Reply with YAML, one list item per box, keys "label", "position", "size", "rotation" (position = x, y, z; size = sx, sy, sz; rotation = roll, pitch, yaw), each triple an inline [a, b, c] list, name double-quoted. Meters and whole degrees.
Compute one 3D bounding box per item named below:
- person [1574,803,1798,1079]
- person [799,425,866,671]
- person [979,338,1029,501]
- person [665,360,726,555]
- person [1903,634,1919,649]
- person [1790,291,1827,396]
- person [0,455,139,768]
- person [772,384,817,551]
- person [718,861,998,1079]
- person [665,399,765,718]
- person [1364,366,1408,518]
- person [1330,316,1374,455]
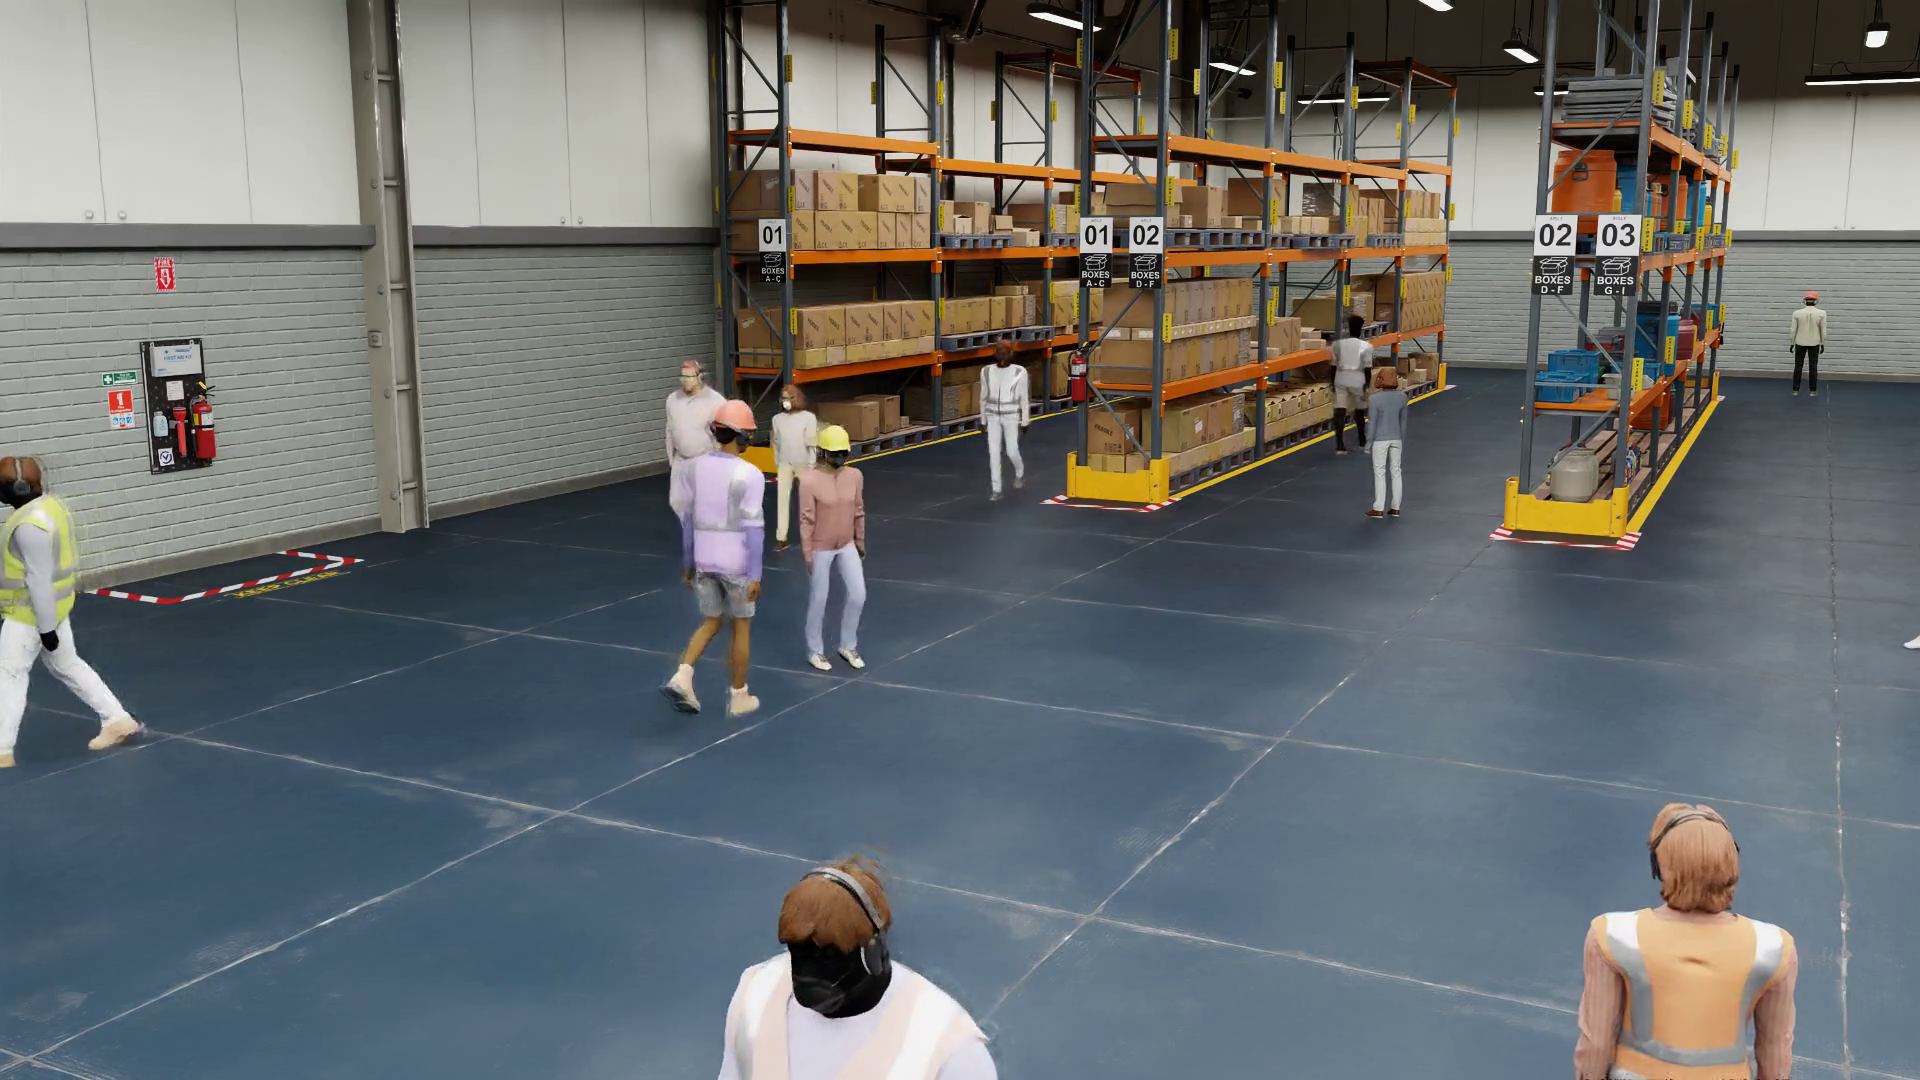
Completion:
- label: "person"
  position: [1.811, 1.470, 4.201]
  size: [0.521, 1.650, 0.318]
  rotation: [2, 11, 11]
- label: "person"
  position: [-0.868, 0.063, 11.547]
  size: [0.594, 1.739, 0.552]
  rotation: [-7, 13, -35]
- label: "person"
  position: [0.523, -1.399, 19.204]
  size: [0.584, 1.869, 0.652]
  rotation: [3, 11, 18]
- label: "person"
  position: [-2.464, -0.729, 15.482]
  size: [0.663, 1.892, 0.411]
  rotation: [3, 11, 16]
- label: "person"
  position: [7.178, -0.021, 12.011]
  size: [0.314, 1.744, 0.487]
  rotation: [-4, 11, -23]
- label: "person"
  position: [16.064, -3.718, 31.518]
  size: [0.609, 1.984, 0.392]
  rotation: [6, 12, 28]
- label: "person"
  position: [-5.298, 0.396, 9.575]
  size: [0.900, 1.810, 0.628]
  rotation: [-3, 11, -18]
- label: "person"
  position: [-1.598, -0.735, 16.280]
  size: [0.498, 1.602, 0.809]
  rotation: [3, 11, 16]
- label: "person"
  position: [-0.226, 1.524, 3.516]
  size: [0.626, 1.797, 0.919]
  rotation: [7, 12, 33]
- label: "person"
  position: [-1.509, 0.143, 10.375]
  size: [0.645, 2.020, 0.690]
  rotation: [6, 12, 28]
- label: "person"
  position: [4.586, -1.052, 17.931]
  size: [0.498, 1.634, 0.284]
  rotation: [-4, 11, -20]
- label: "person"
  position: [5.486, -2.179, 23.297]
  size: [0.620, 1.909, 0.983]
  rotation: [5, 12, 26]
